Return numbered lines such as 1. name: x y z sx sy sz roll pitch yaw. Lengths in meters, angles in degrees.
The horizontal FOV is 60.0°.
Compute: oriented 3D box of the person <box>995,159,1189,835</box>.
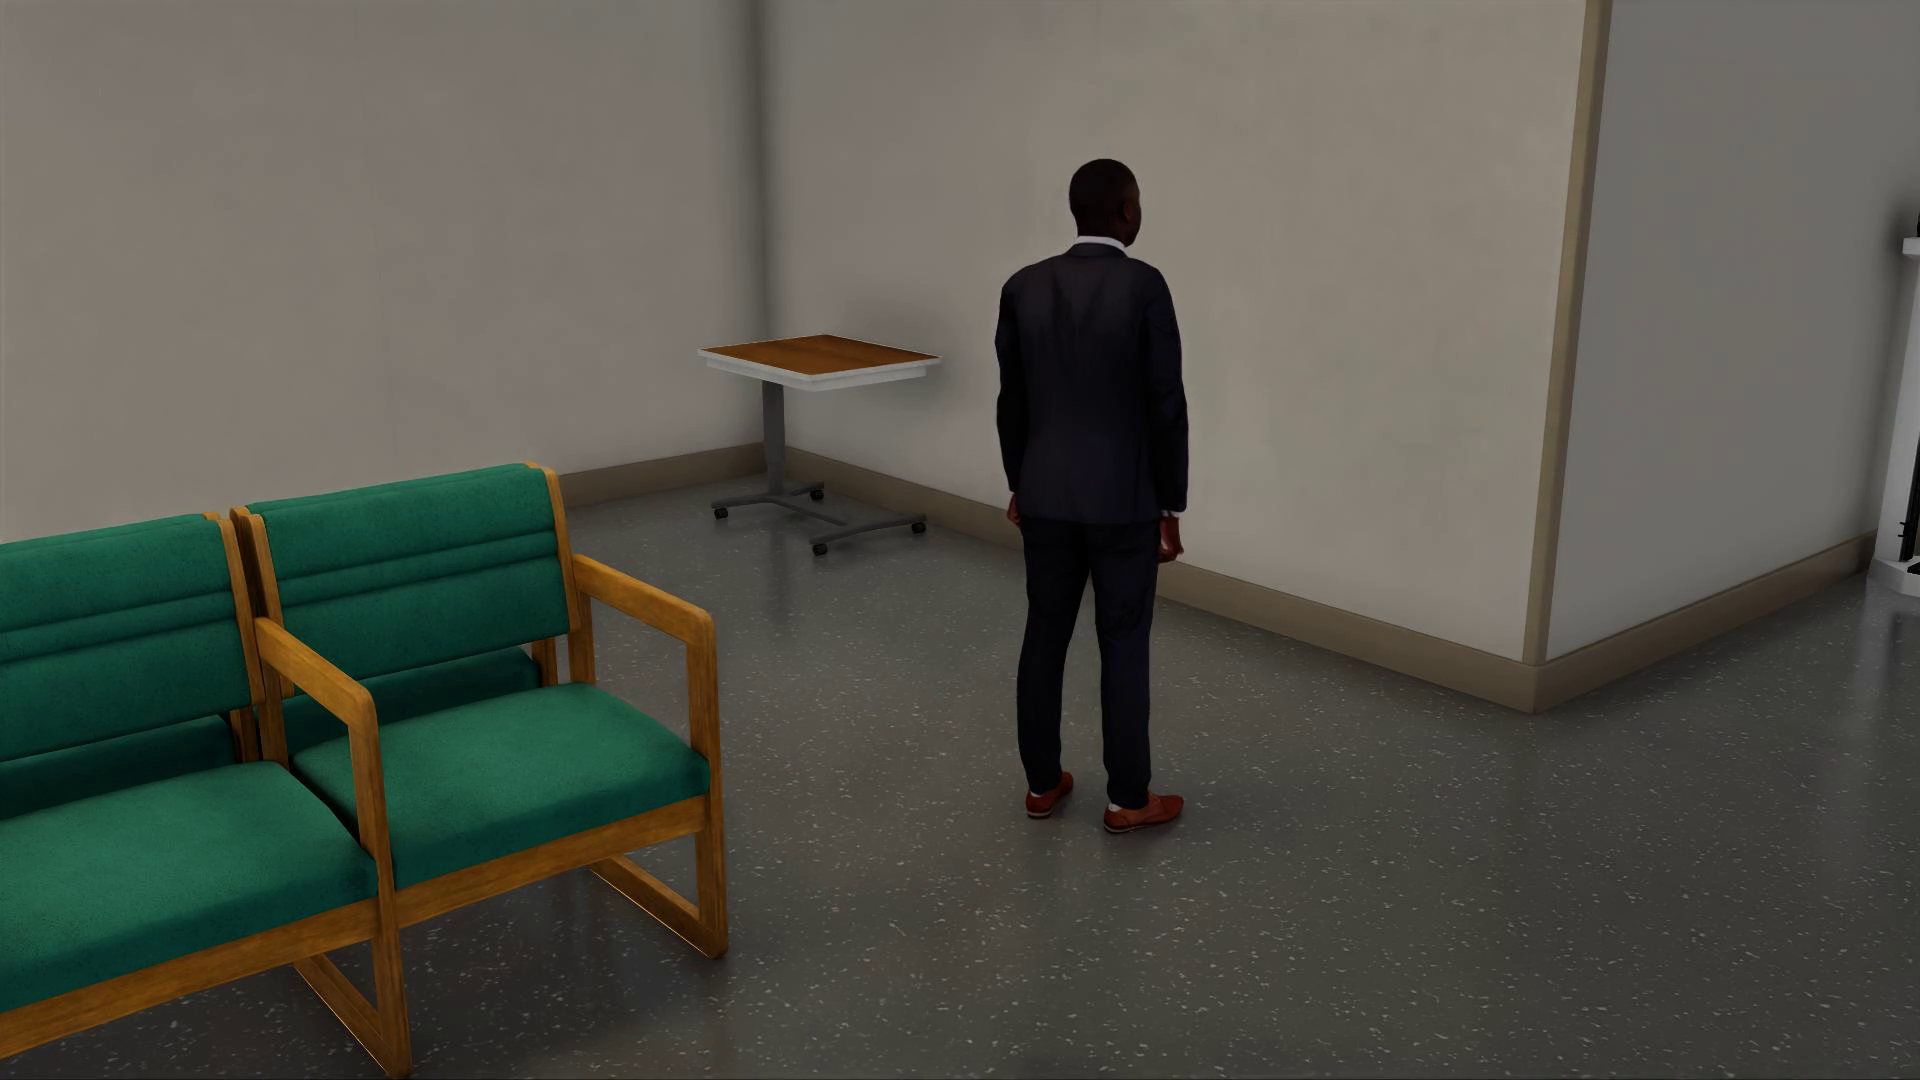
1. person: 0.356 -0.104 4.497 0.648 1.824 0.827 9 18 30
